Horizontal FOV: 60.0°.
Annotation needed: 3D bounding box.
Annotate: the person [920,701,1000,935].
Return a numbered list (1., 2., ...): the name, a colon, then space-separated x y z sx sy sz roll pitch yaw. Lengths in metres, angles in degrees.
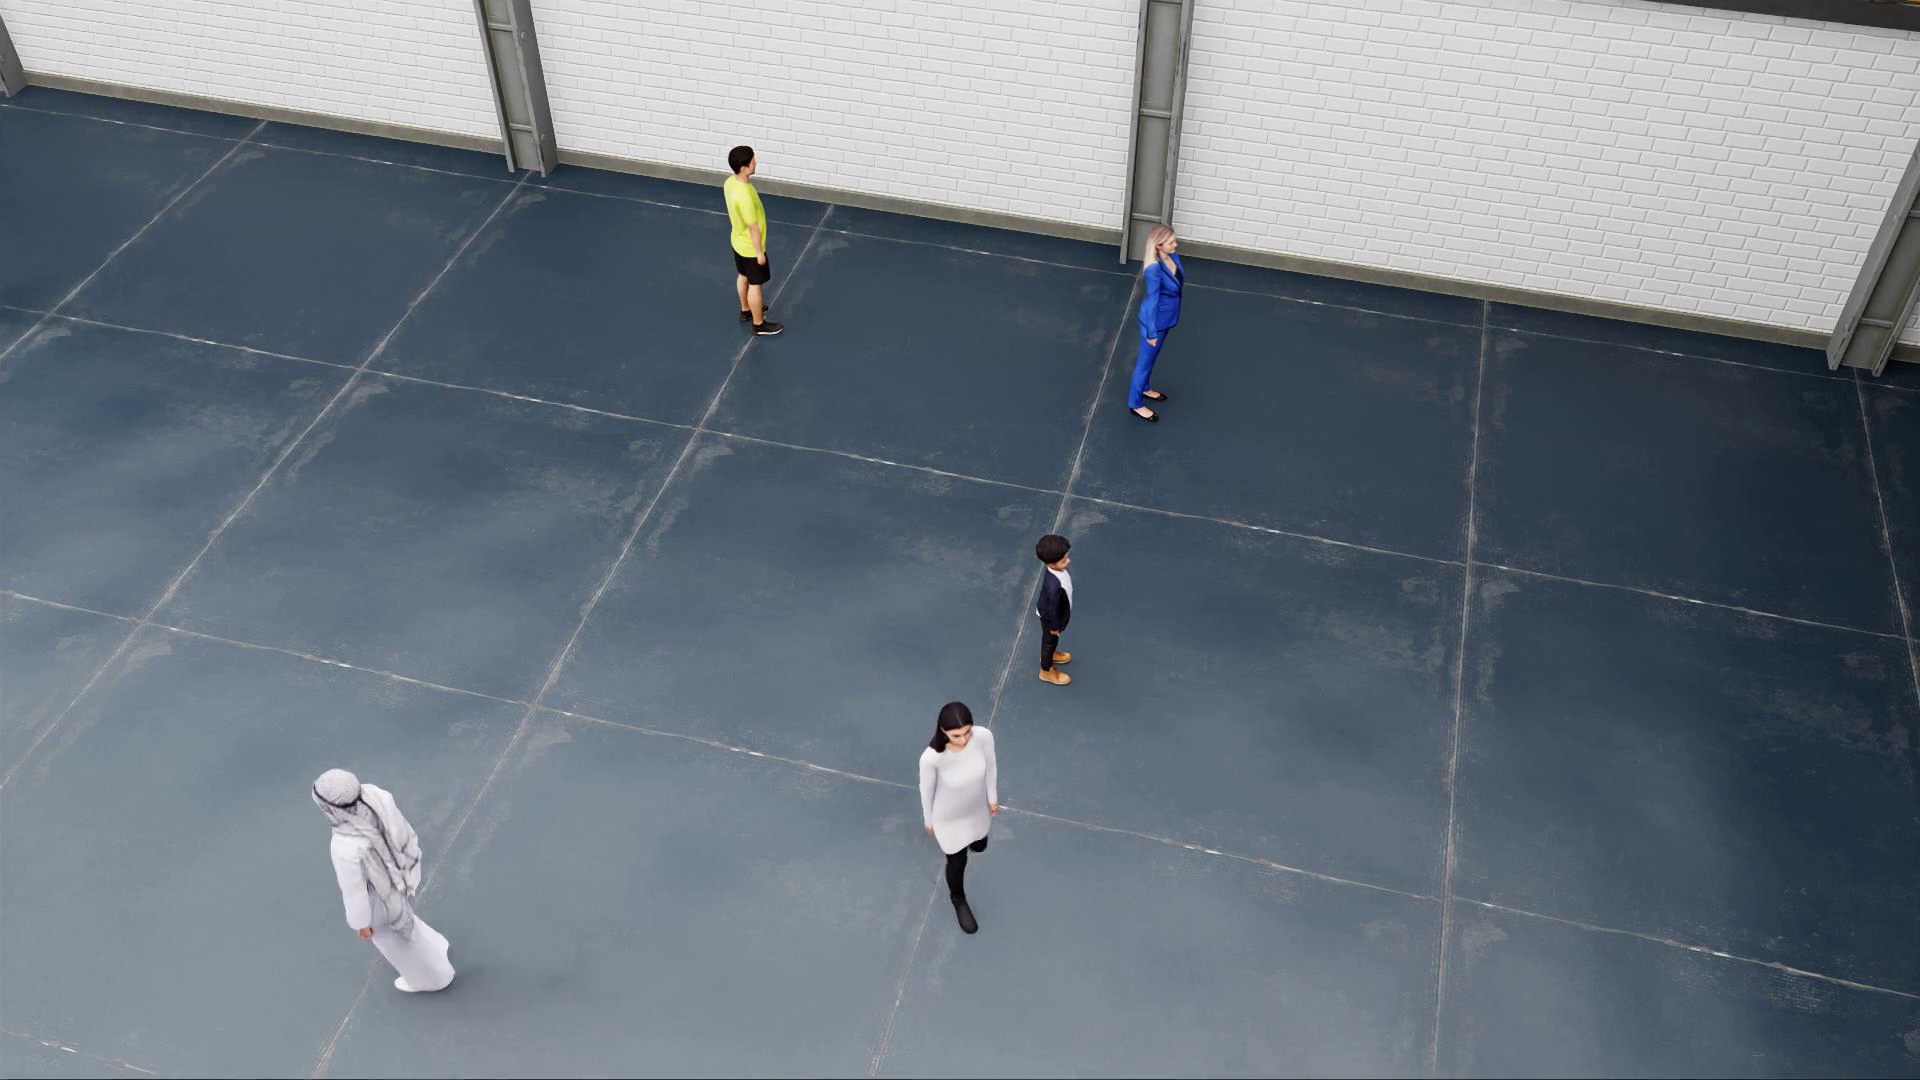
1. person: -0.026 1.475 9.479 0.978 1.790 1.025 -20 47 -19

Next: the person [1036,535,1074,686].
1. person: 0.615 0.438 10.975 0.538 1.227 0.534 4 44 4

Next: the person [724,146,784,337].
1. person: -1.743 -2.464 13.673 0.748 1.709 0.696 -20 47 -20

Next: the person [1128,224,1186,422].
1. person: 1.507 -1.708 12.885 0.559 1.700 0.637 14 45 14

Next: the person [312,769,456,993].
1. person: -3.033 1.870 8.975 0.829 1.914 0.781 3 44 3
